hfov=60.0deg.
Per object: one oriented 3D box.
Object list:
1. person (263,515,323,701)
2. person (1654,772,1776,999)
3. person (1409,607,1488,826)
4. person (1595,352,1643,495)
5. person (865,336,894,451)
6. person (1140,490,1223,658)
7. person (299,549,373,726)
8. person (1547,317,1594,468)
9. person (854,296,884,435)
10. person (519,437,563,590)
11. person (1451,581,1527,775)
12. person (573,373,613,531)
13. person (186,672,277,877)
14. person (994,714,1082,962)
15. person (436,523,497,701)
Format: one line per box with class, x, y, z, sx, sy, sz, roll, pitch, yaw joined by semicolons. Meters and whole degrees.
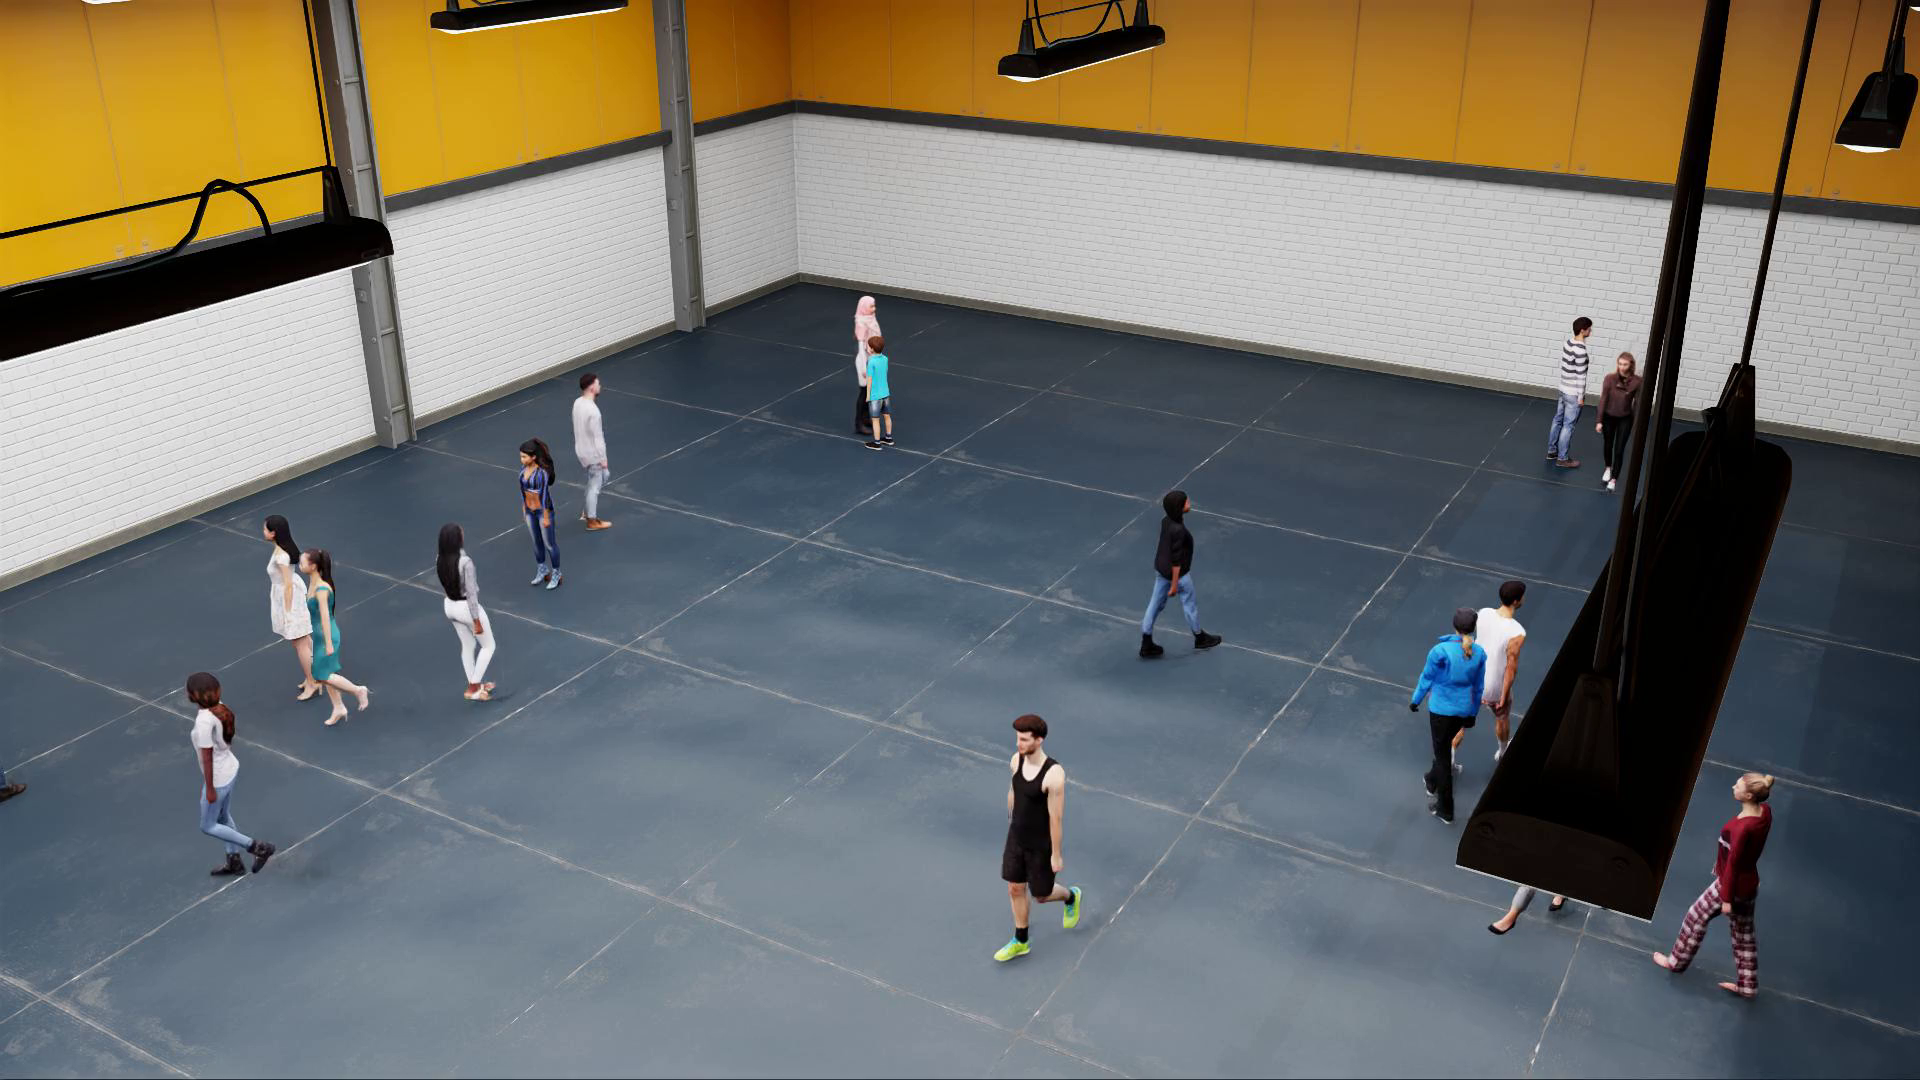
person;-5.987;0.598;14.900;0.834;1.773;0.772;-6;24;-13
person;5.251;2.319;11.091;0.931;1.671;0.853;-20;30;-38
person;3.880;1.413;13.032;0.932;1.777;1.020;-5;24;-11
person;7.770;-1.420;19.668;0.629;1.652;1.061;11;26;24
person;-1.016;-1.869;20.951;0.595;1.447;0.445;17;29;34
person;1.902;0.355;15.588;1.097;1.667;0.984;-9;25;-20
person;-5.427;0.854;14.440;0.824;1.673;0.746;-12;26;-25
person;7.480;-1.832;20.358;0.784;1.854;0.679;-2;24;-5
person;-1.202;-2.259;21.401;0.722;1.800;0.573;8;25;18
person;-4.320;-0.281;17.095;0.609;1.625;0.551;15;28;30
person;4.261;1.183;13.608;1.250;1.736;0.964;-16;28;-33
person;-4.148;-0.944;18.368;0.811;1.821;0.821;-14;27;-29
person;-5.416;1.761;12.313;0.878;1.714;0.825;-4;24;-10
person;0.566;2.038;11.481;1.086;1.873;0.877;-20;31;-38
person;-4.400;0.672;14.804;0.662;1.714;0.682;13;27;28
